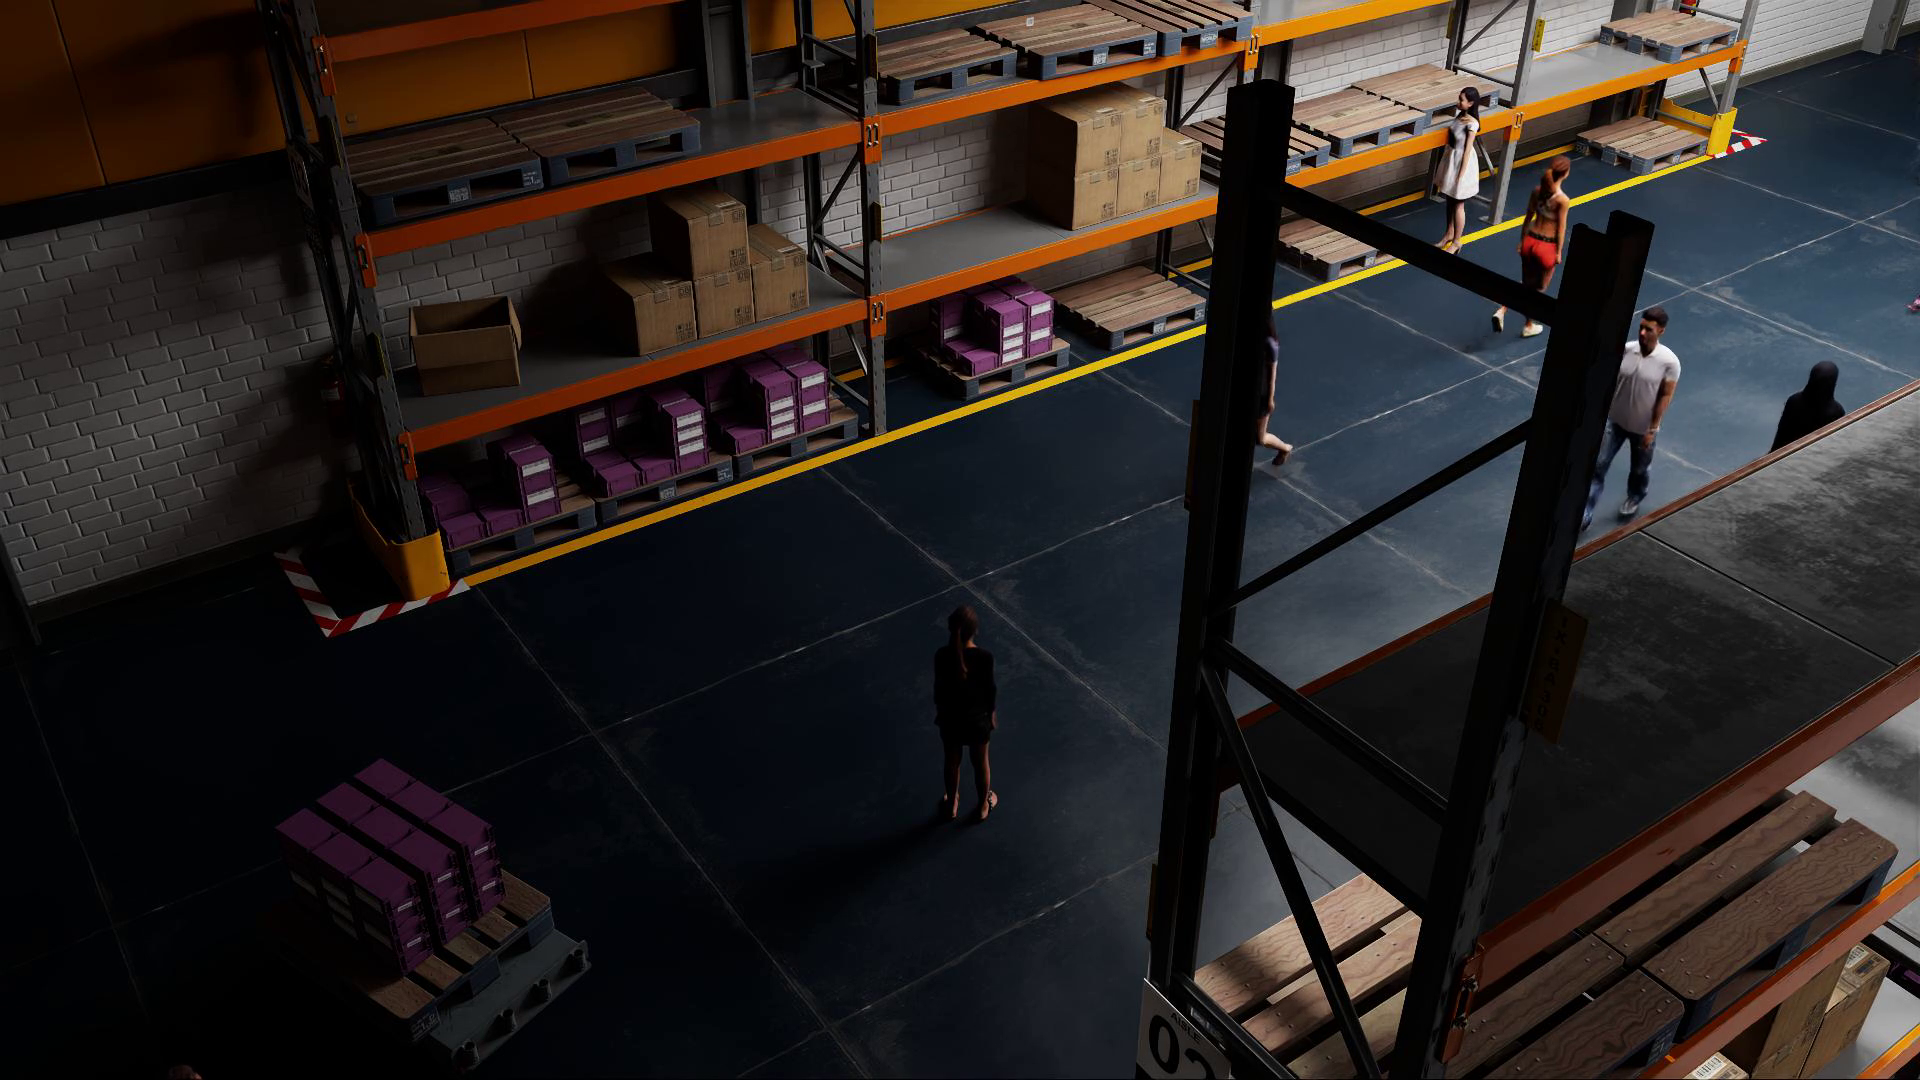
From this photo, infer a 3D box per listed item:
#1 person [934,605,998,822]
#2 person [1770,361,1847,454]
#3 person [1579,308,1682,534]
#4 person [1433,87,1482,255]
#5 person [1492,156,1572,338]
[{"bbox_3d":[0.028,1.041,9.993,0.637,1.555,0.700,5,34,7],"label":"person"},{"bbox_3d":[6.217,-0.565,12.367,0.814,1.601,0.613,-24,40,-31],"label":"person"},{"bbox_3d":[5.183,-0.916,12.702,0.856,1.815,1.233,27,42,34],"label":"person"},{"bbox_3d":[5.106,-3.778,17.049,0.804,1.769,0.778,-2,34,-3],"label":"person"},{"bbox_3d":[5.290,-2.650,15.349,0.889,1.773,0.596,-19,38,-26],"label":"person"}]
